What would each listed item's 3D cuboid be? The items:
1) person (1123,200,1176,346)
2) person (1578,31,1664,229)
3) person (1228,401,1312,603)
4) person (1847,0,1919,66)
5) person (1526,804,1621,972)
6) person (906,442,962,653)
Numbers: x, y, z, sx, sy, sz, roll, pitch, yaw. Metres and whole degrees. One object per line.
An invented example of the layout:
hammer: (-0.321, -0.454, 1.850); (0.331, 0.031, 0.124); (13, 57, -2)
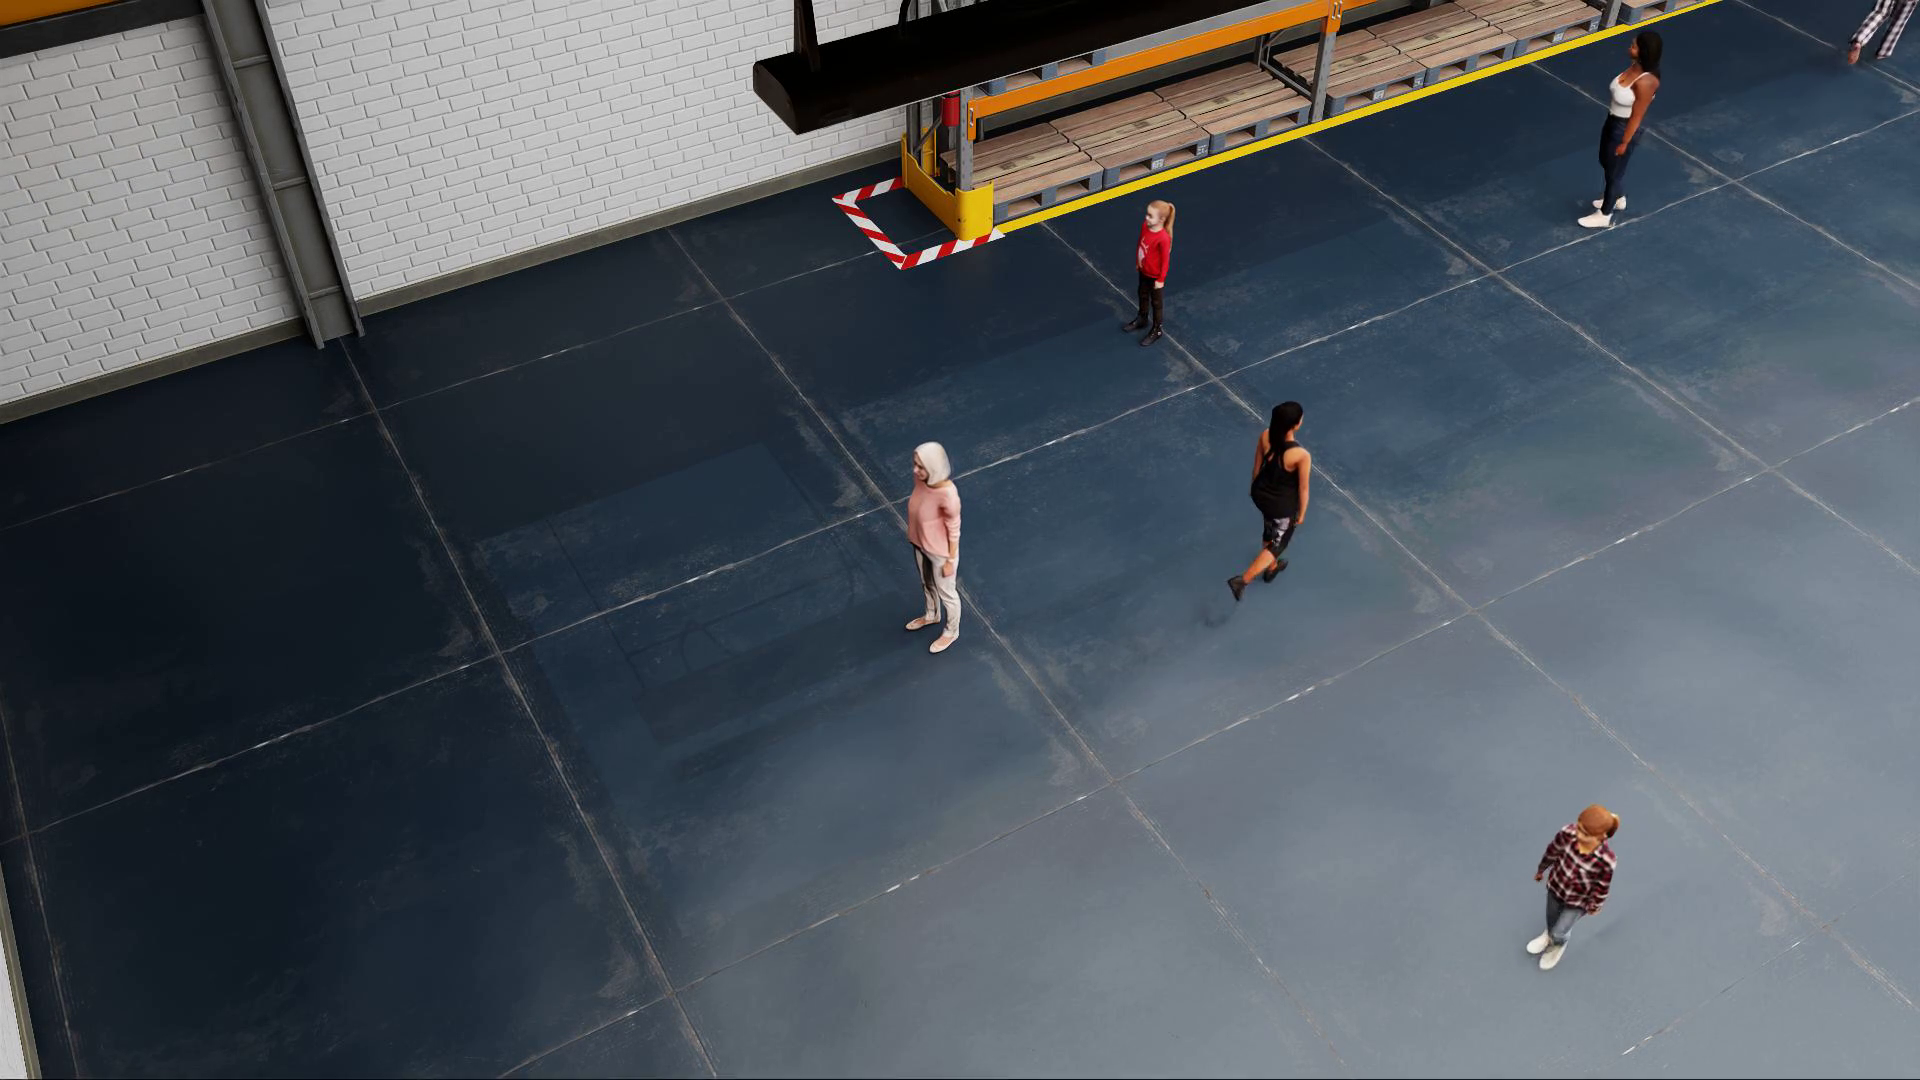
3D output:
person: (1.553, -2.177, 13.432); (0.488, 1.281, 0.501); (-24, 49, -23)
person: (5.831, -3.582, 14.526); (0.873, 1.806, 0.819); (4, 44, 4)
person: (2.078, -0.241, 11.136); (0.992, 1.644, 0.723); (-33, 53, -30)
person: (9.404, -5.598, 16.627); (1.030, 1.826, 0.713); (-27, 50, -25)
person: (3.420, 1.878, 9.165); (0.517, 1.295, 0.544); (-24, 49, -23)
person: (-0.157, 0.026, 10.797); (0.552, 1.725, 0.625); (-27, 50, -26)
